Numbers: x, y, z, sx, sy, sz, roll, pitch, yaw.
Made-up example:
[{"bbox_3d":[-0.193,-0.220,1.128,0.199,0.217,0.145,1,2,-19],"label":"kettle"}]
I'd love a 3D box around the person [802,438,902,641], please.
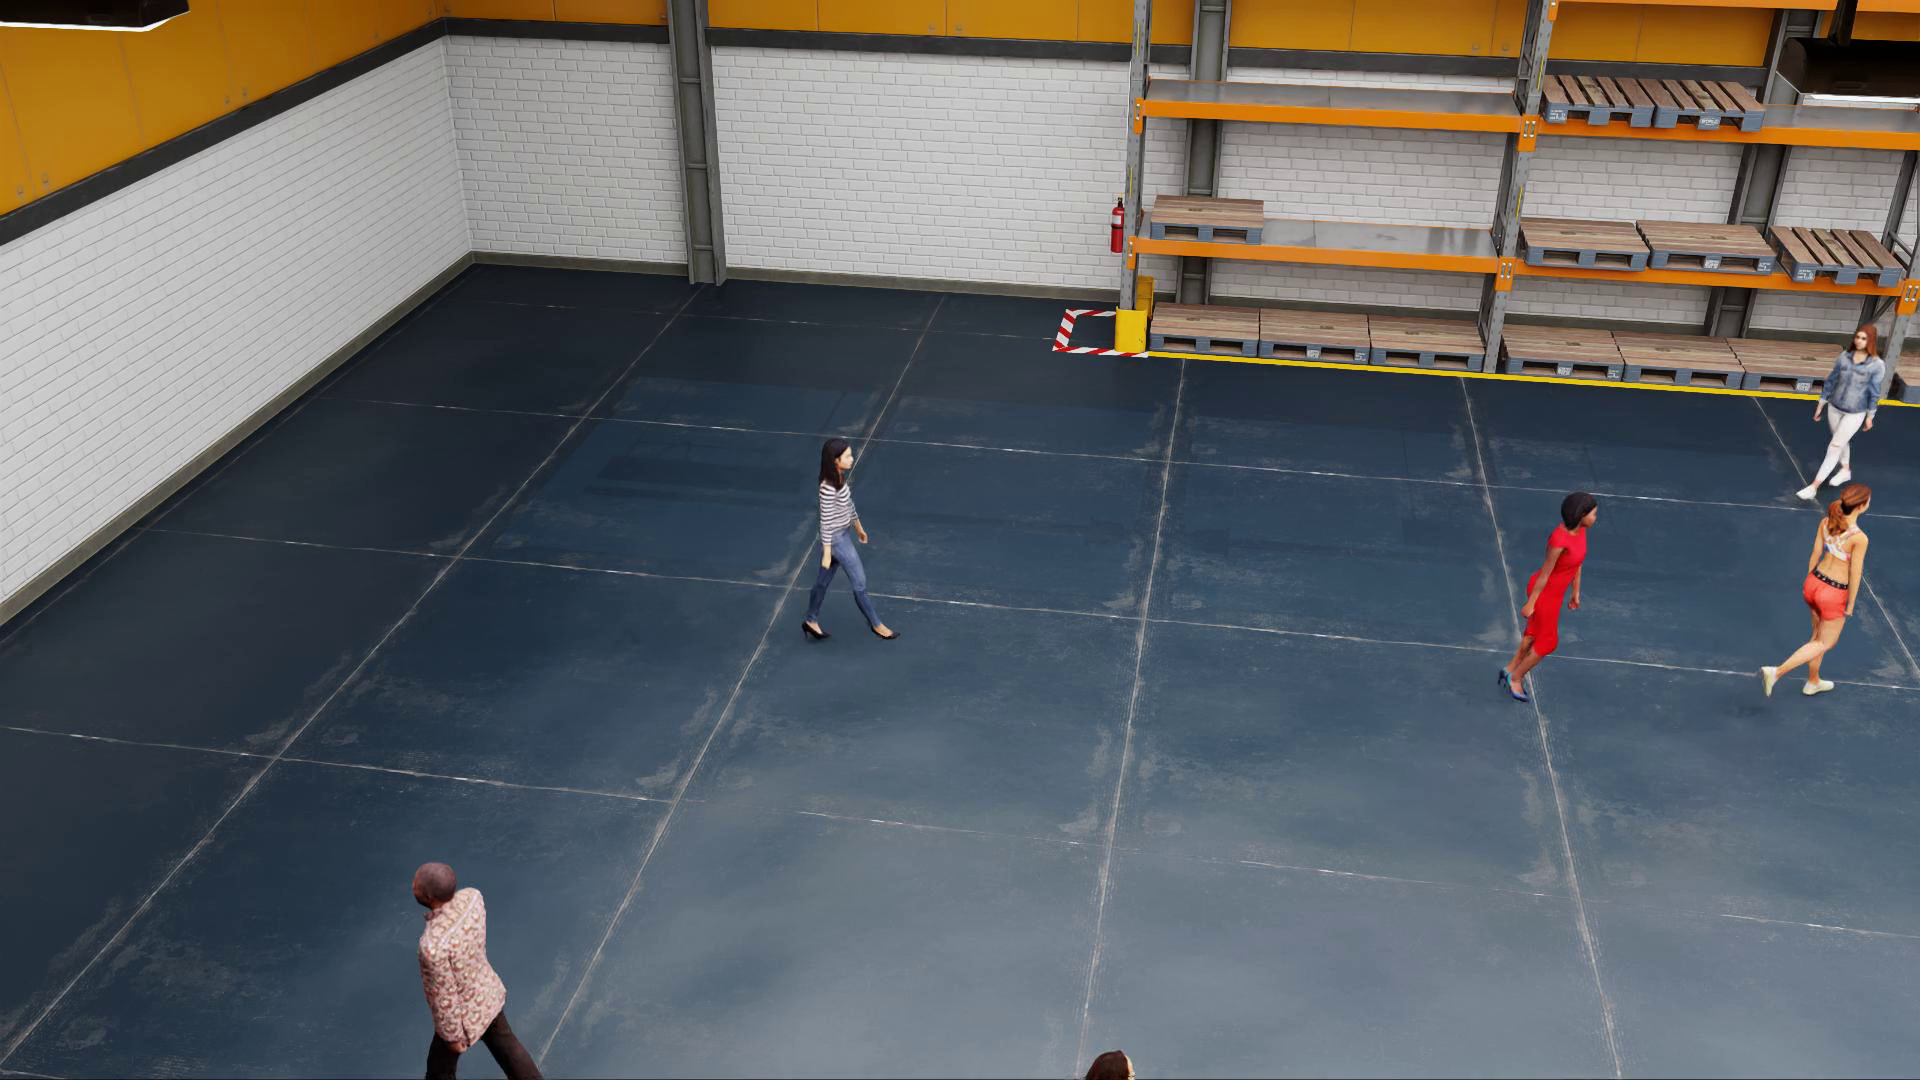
[{"bbox_3d":[-1.056,0.033,12.918,1.047,1.760,0.679,1,29,2],"label":"person"}]

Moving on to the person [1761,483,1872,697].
[{"bbox_3d":[6.305,0.422,12.192,1.060,1.773,0.877,-10,30,-18],"label":"person"}]

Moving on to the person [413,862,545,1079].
[{"bbox_3d":[-2.459,2.415,8.552,1.187,1.760,0.778,7,29,13],"label":"person"}]

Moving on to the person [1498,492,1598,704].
[{"bbox_3d":[4.262,0.423,12.249,0.726,1.716,0.782,-23,36,-36],"label":"person"}]

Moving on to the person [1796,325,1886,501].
[{"bbox_3d":[8.170,-1.177,15.246,1.185,1.655,1.095,-17,33,-28],"label":"person"}]
